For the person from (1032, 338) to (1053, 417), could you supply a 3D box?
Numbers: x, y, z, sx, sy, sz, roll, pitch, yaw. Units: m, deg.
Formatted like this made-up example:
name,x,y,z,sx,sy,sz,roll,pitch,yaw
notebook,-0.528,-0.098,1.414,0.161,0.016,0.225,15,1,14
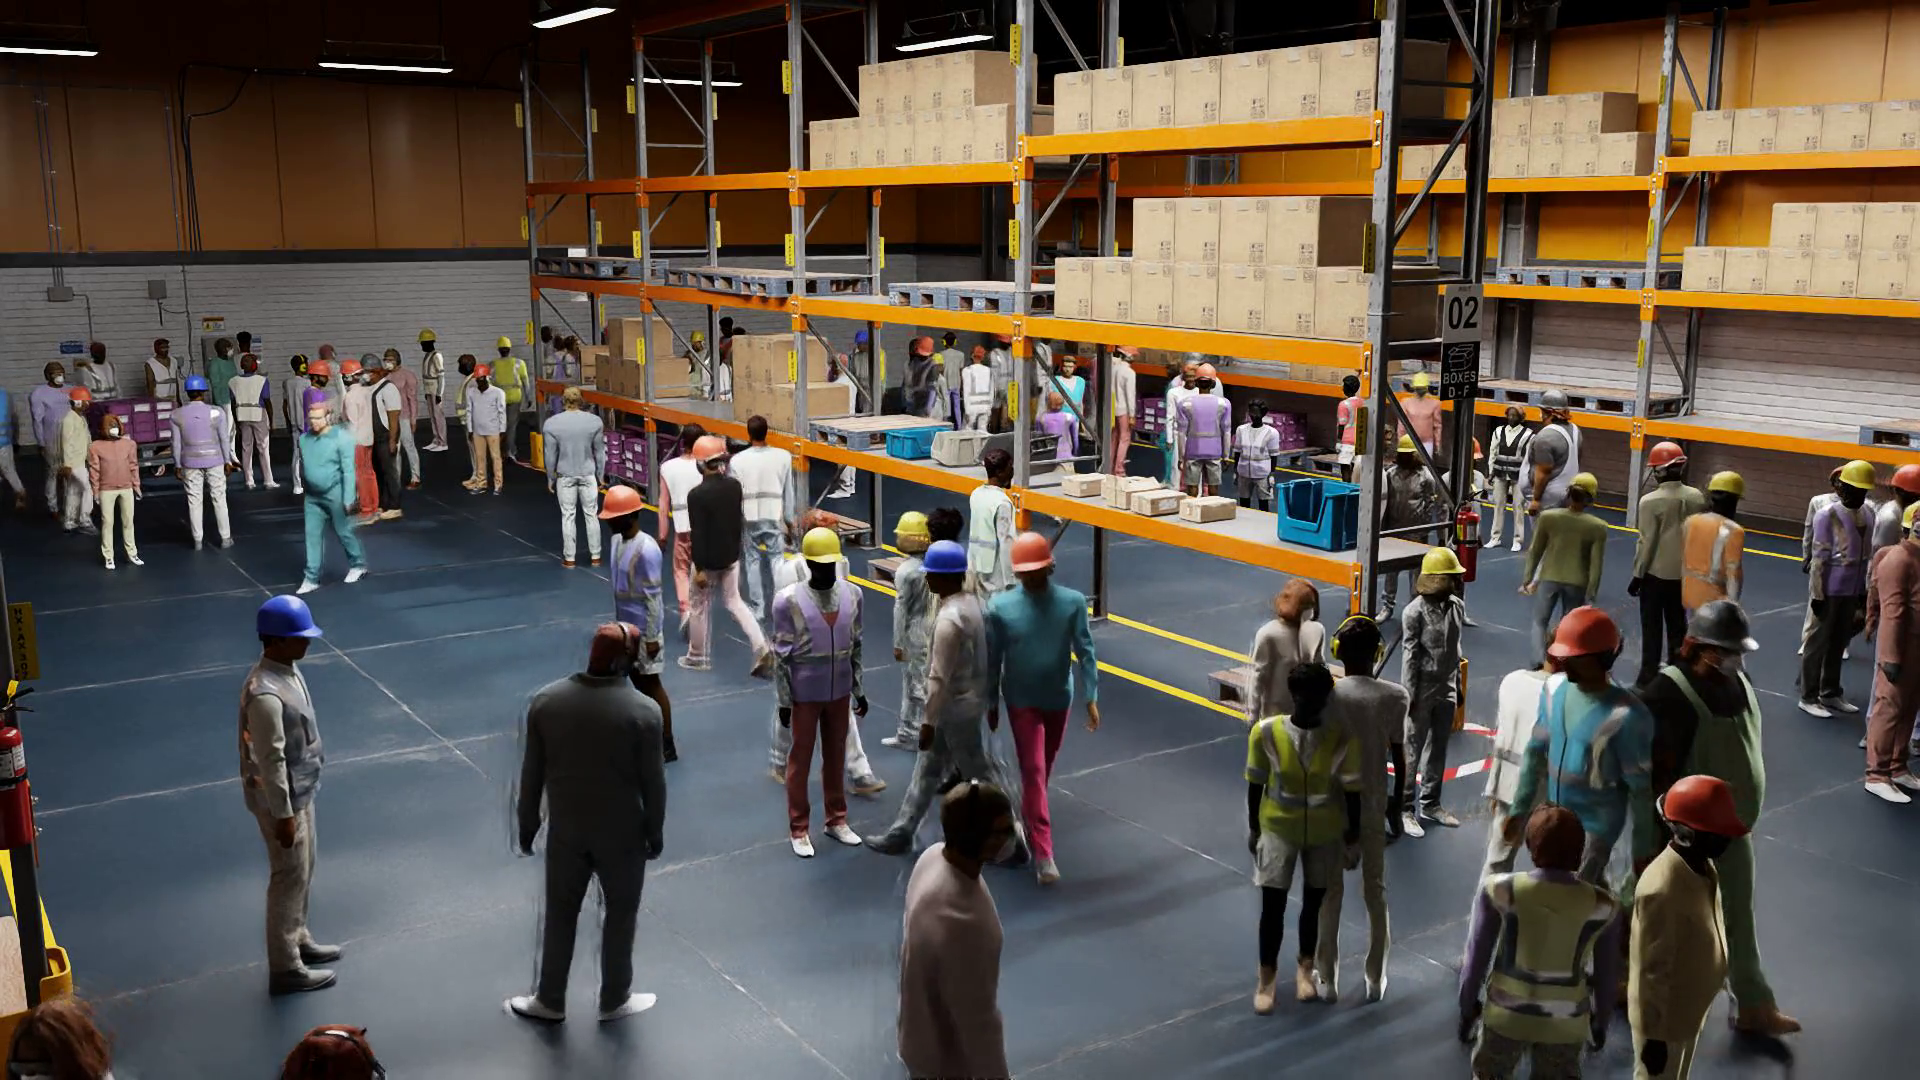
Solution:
name,x,y,z,sx,sy,sz,roll,pitch,yaw
person,1.419,-2.651,27.835,0.412,1.874,0.628,4,12,18

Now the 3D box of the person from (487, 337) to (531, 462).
name,x,y,z,sx,sy,sz,roll,pitch,yaw
person,-6.863,-2.139,25.244,0.597,1.883,1.000,-1,11,-3

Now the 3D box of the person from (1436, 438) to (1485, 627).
name,x,y,z,sx,sy,sz,roll,pitch,yaw
person,4.493,-0.059,14.889,0.564,1.751,0.342,-7,13,-32

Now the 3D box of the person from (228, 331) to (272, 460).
name,x,y,z,sx,sy,sz,roll,pitch,yaw
person,-10.759,-2.176,25.179,0.607,1.966,0.367,-3,11,-16

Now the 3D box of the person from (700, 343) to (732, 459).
name,x,y,z,sx,sy,sz,roll,pitch,yaw
person,-3.480,-1.896,23.952,0.355,1.887,0.574,8,14,37

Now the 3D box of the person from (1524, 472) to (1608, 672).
name,x,y,z,sx,sy,sz,roll,pitch,yaw
person,4.665,0.347,12.872,0.585,1.720,0.704,5,12,24

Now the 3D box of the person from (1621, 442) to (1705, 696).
name,x,y,z,sx,sy,sz,roll,pitch,yaw
person,5.397,0.236,12.779,0.608,1.989,0.386,-5,12,-24

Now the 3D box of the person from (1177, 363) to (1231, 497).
name,x,y,z,sx,sy,sz,roll,pitch,yaw
person,2.751,-0.972,18.819,0.607,2.044,0.378,1,11,4

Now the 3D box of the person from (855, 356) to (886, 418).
name,x,y,z,sx,sy,sz,roll,pitch,yaw
person,-1.458,-2.318,26.308,0.587,1.805,0.728,0,11,-2

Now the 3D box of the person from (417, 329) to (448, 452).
name,x,y,z,sx,sy,sz,roll,pitch,yaw
person,-8.308,-2.352,26.183,0.372,1.923,0.595,-8,13,-34

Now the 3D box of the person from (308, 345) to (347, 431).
name,x,y,z,sx,sy,sz,roll,pitch,yaw
person,-9.021,-1.868,23.907,0.653,1.851,0.830,2,11,10

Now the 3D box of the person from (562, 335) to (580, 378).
name,x,y,z,sx,sy,sz,roll,pitch,yaw
person,-6.104,-2.299,26.161,0.356,1.836,0.504,-2,11,-8

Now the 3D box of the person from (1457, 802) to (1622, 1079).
name,x,y,z,sx,sy,sz,roll,pitch,yaw
person,2.074,1.745,5.991,0.538,1.623,0.368,3,12,17

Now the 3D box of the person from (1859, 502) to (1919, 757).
name,x,y,z,sx,sy,sz,roll,pitch,yaw
person,6.523,0.609,11.442,0.534,1.767,0.314,7,13,32

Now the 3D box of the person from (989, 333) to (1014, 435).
name,x,y,z,sx,sy,sz,roll,pitch,yaw
person,0.761,-2.429,26.680,0.543,1.892,0.841,-8,14,-37

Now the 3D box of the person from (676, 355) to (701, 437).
name,x,y,z,sx,sy,sz,roll,pitch,yaw
person,-4.091,-1.956,24.929,0.502,1.627,0.271,-5,12,-25

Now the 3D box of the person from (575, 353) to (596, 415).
name,x,y,z,sx,sy,sz,roll,pitch,yaw
person,-5.929,-2.224,26.293,0.397,1.622,0.532,-10,15,-41

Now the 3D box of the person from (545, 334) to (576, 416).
name,x,y,z,sx,sy,sz,roll,pitch,yaw
person,-6.245,-2.305,26.156,0.516,1.842,0.328,-3,12,-17

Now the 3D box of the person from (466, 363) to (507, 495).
name,x,y,z,sx,sy,sz,roll,pitch,yaw
person,-6.309,-1.472,22.118,0.565,1.752,0.338,2,11,13

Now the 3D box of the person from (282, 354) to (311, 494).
name,x,y,z,sx,sy,sz,roll,pitch,yaw
person,-8.753,-1.531,22.141,0.533,1.864,0.310,4,12,19

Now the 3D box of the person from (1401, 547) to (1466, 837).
name,x,y,z,sx,sy,sz,roll,pitch,yaw
person,2.850,0.901,9.998,0.493,1.745,0.286,-7,13,-32

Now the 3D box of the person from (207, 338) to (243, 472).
name,x,y,z,sx,sy,sz,roll,pitch,yaw
person,-10.632,-1.957,24.130,0.372,1.940,0.630,0,11,0

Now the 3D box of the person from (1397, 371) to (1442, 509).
name,x,y,z,sx,sy,sz,roll,pitch,yaw
person,5.758,-1.235,20.884,0.532,1.767,0.326,3,12,17

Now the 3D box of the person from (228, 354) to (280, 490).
name,x,y,z,sx,sy,sz,roll,pitch,yaw
person,-9.566,-1.592,22.497,0.564,1.846,0.390,0,11,2

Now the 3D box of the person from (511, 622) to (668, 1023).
name,x,y,z,sx,sy,sz,roll,pitch,yaw
person,-1.729,1.300,7.663,0.801,1.873,0.406,1,11,6

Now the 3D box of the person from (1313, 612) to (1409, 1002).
name,x,y,z,sx,sy,sz,roll,pitch,yaw
person,1.836,1.260,7.839,0.515,1.872,0.333,0,11,2

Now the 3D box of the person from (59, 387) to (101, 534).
name,x,y,z,sx,sy,sz,roll,pitch,yaw
person,-10.232,-0.918,19.351,0.551,1.720,0.571,-4,12,-22

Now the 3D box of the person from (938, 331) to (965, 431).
name,x,y,z,sx,sy,sz,roll,pitch,yaw
person,-0.166,-2.412,26.678,0.506,1.861,0.328,-4,12,-18

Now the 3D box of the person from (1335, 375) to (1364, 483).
name,x,y,z,sx,sy,sz,roll,pitch,yaw
person,4.954,-1.242,21.113,0.537,1.694,0.320,-10,15,-43

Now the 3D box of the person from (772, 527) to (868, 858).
name,x,y,z,sx,sy,sz,roll,pitch,yaw
person,-0.801,0.870,9.691,0.584,1.928,0.367,-7,13,-33

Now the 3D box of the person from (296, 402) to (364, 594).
name,x,y,z,sx,sy,sz,roll,pitch,yaw
person,-6.299,-0.432,16.594,0.657,1.894,0.872,3,11,14

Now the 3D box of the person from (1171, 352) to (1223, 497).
name,x,y,z,sx,sy,sz,roll,pitch,yaw
person,2.981,-1.456,21.305,0.695,2.000,0.536,6,12,26

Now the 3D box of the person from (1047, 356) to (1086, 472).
name,x,y,z,sx,sy,sz,roll,pitch,yaw
person,1.421,-1.565,22.379,0.571,1.837,0.379,-6,13,-28

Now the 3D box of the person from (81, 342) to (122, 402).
name,x,y,z,sx,sy,sz,roll,pitch,yaw
person,-12.735,-2.012,24.630,0.803,1.859,0.594,4,12,18

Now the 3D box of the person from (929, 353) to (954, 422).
name,x,y,z,sx,sy,sz,roll,pitch,yaw
person,-0.325,-1.845,24.111,0.525,1.729,0.488,-9,14,-40

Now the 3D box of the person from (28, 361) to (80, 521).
name,x,y,z,sx,sy,sz,roll,pitch,yaw
person,-10.997,-1.215,20.331,0.379,1.940,0.629,7,13,30

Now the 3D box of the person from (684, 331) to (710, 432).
name,x,y,z,sx,sy,sz,roll,pitch,yaw
person,-4.271,-2.512,27.244,0.599,1.830,0.403,3,11,16

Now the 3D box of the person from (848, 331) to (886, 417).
name,x,y,z,sx,sy,sz,roll,pitch,yaw
person,-1.538,-2.292,25.893,0.645,1.911,0.880,9,14,38

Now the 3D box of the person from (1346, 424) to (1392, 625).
name,x,y,z,sx,sy,sz,roll,pitch,yaw
person,3.705,-0.154,15.175,0.386,1.834,0.569,1,11,5

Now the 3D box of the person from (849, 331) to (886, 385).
name,x,y,z,sx,sy,sz,roll,pitch,yaw
person,-1.547,-2.563,27.588,0.629,1.808,0.820,3,11,15

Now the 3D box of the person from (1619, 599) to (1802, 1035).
name,x,y,z,sx,sy,sz,roll,pitch,yaw
person,3.407,1.235,7.532,0.700,2.000,0.976,-5,12,-24

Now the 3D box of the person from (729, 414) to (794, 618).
name,x,y,z,sx,sy,sz,roll,pitch,yaw
person,-1.800,-0.195,15.188,0.605,1.906,0.624,-4,12,-21

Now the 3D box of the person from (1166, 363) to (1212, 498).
name,x,y,z,sx,sy,sz,roll,pitch,yaw
person,2.869,-1.282,20.855,0.575,1.876,0.365,0,11,1

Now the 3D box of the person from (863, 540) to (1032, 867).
name,x,y,z,sx,sy,sz,roll,pitch,yaw
person,-0.035,0.935,9.444,0.997,1.898,0.631,1,11,7
